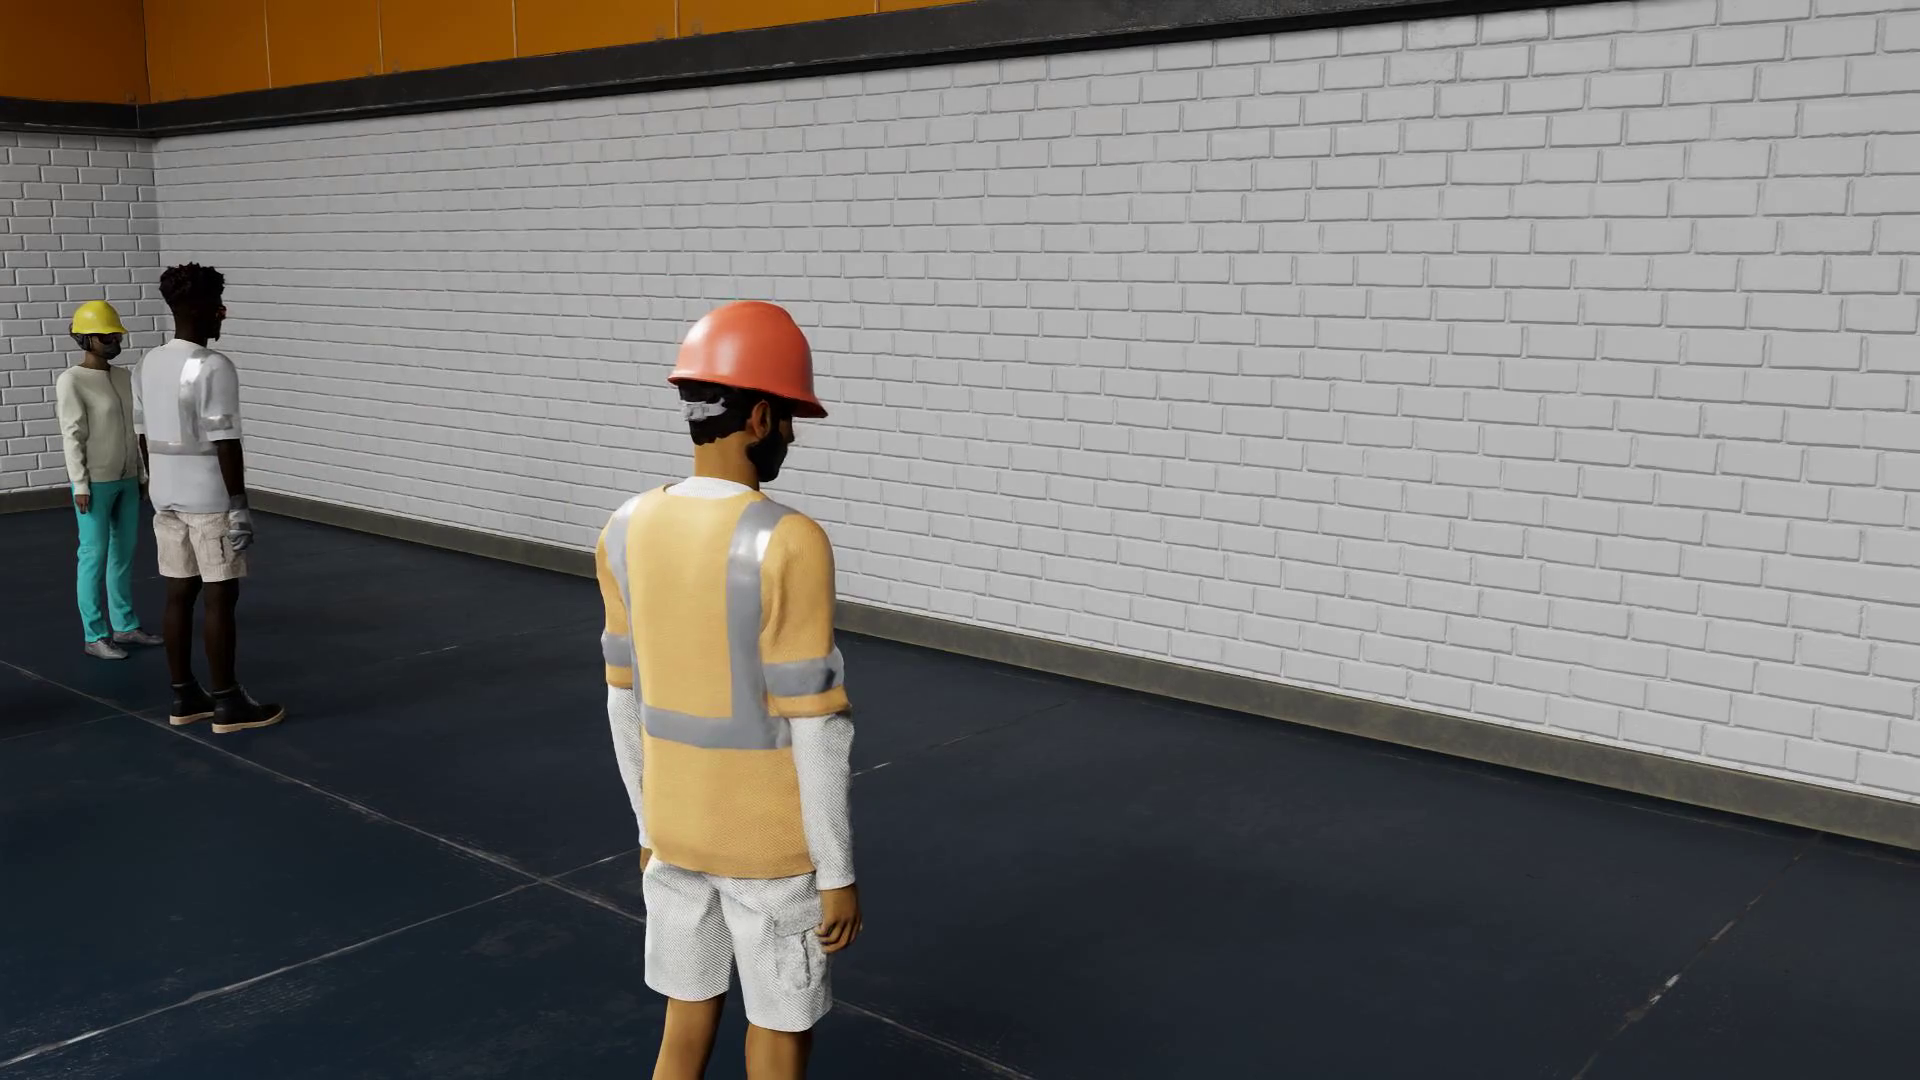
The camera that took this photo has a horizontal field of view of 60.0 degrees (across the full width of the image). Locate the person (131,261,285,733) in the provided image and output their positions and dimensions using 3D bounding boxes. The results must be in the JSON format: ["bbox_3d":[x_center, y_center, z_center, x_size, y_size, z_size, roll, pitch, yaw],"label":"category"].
[{"bbox_3d":[-3.189,-0.174,6.986,0.609,1.965,0.369,6,12,32],"label":"person"}]

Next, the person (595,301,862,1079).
[{"bbox_3d":[-0.395,0.532,3.074,0.543,1.928,0.374,7,12,35],"label":"person"}]

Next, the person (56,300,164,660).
[{"bbox_3d":[-4.221,-0.299,8.264,0.310,1.768,0.533,1,10,8],"label":"person"}]
